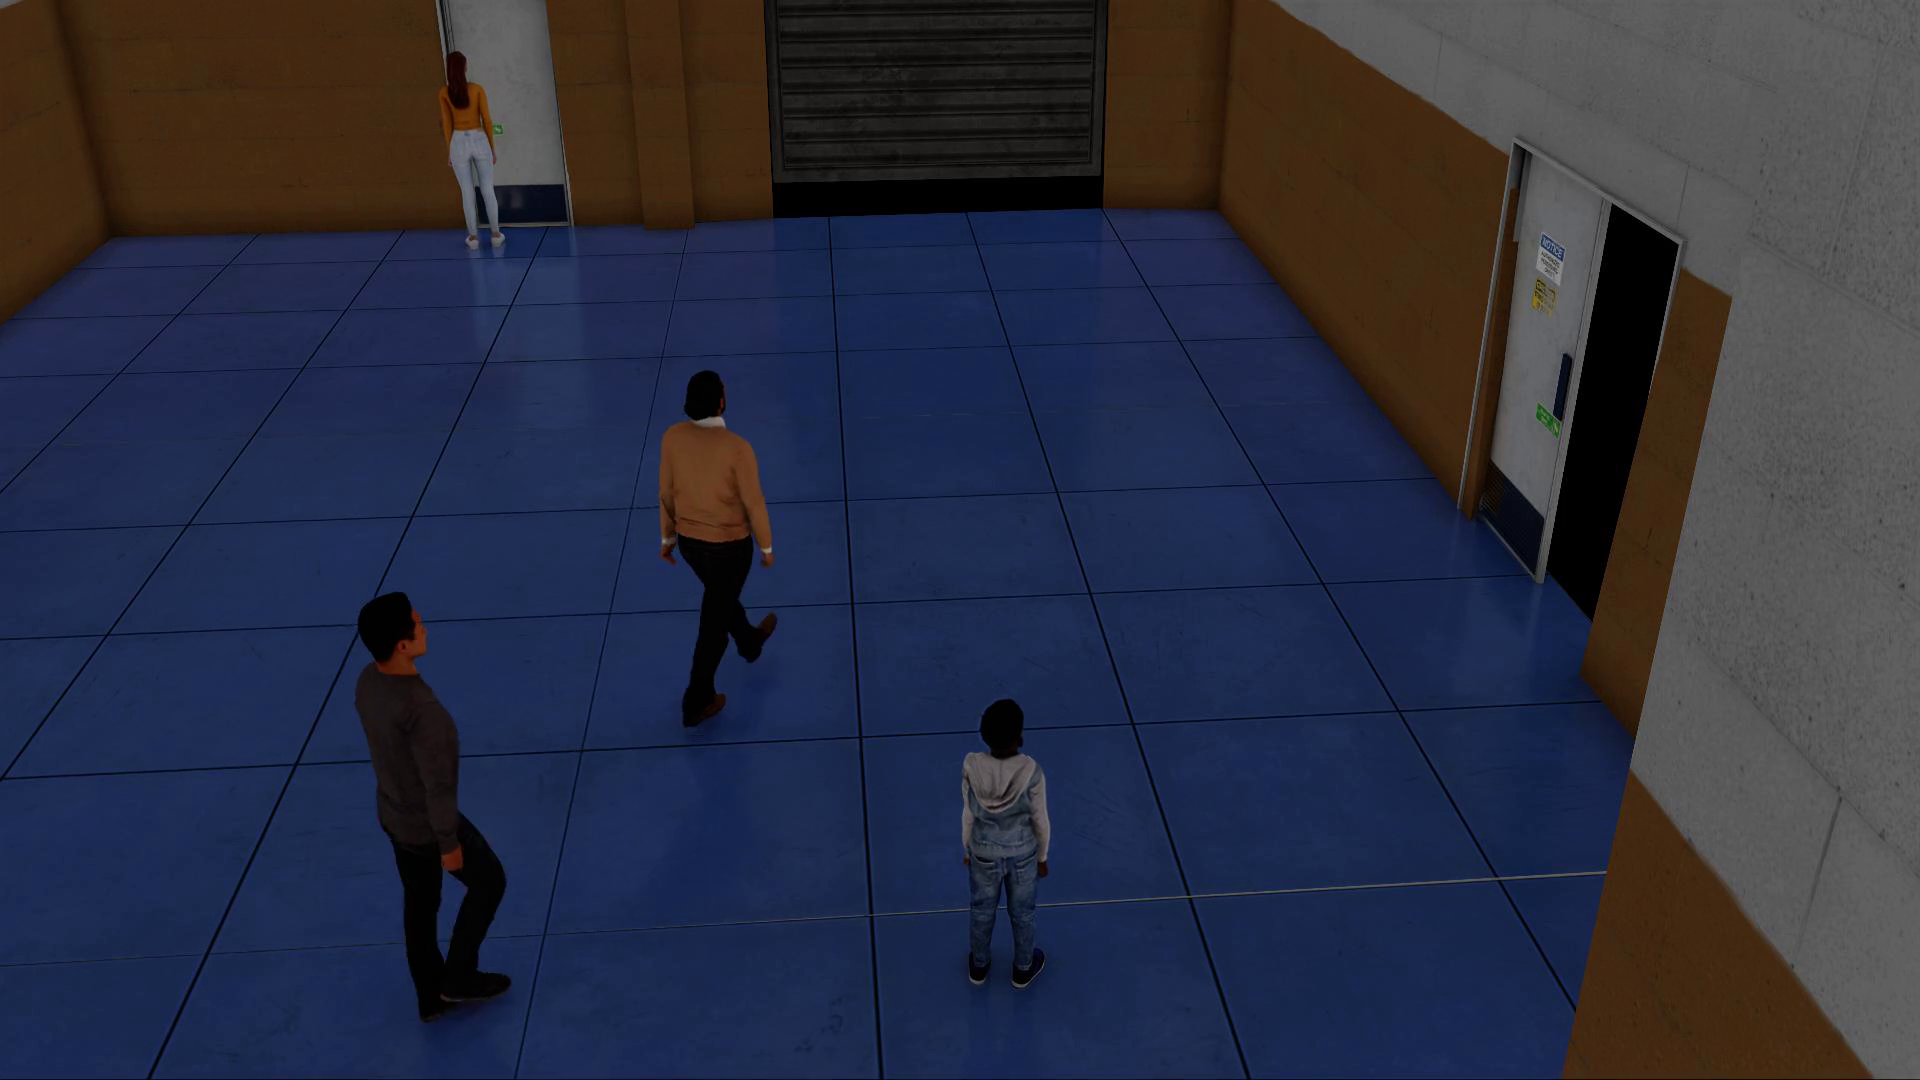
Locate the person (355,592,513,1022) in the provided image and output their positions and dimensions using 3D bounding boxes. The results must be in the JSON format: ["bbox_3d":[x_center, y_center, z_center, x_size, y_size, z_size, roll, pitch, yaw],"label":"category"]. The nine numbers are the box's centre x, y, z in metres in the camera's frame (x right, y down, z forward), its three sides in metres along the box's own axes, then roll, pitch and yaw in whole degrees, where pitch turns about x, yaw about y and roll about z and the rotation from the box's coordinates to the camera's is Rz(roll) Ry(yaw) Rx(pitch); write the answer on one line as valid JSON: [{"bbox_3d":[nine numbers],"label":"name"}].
[{"bbox_3d":[-2.002,1.021,5.966,0.816,1.759,0.779,-16,31,-28],"label":"person"}]

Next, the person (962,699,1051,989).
[{"bbox_3d":[0.159,1.147,6.268,0.494,1.261,0.594,5,27,10],"label":"person"}]

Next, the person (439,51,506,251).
[{"bbox_3d":[-4.365,-3.473,14.837,0.548,1.751,0.683,-7,28,-13],"label":"person"}]

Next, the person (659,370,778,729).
[{"bbox_3d":[-1.201,0.081,7.872,1.207,1.706,1.138,13,30,24],"label":"person"}]
